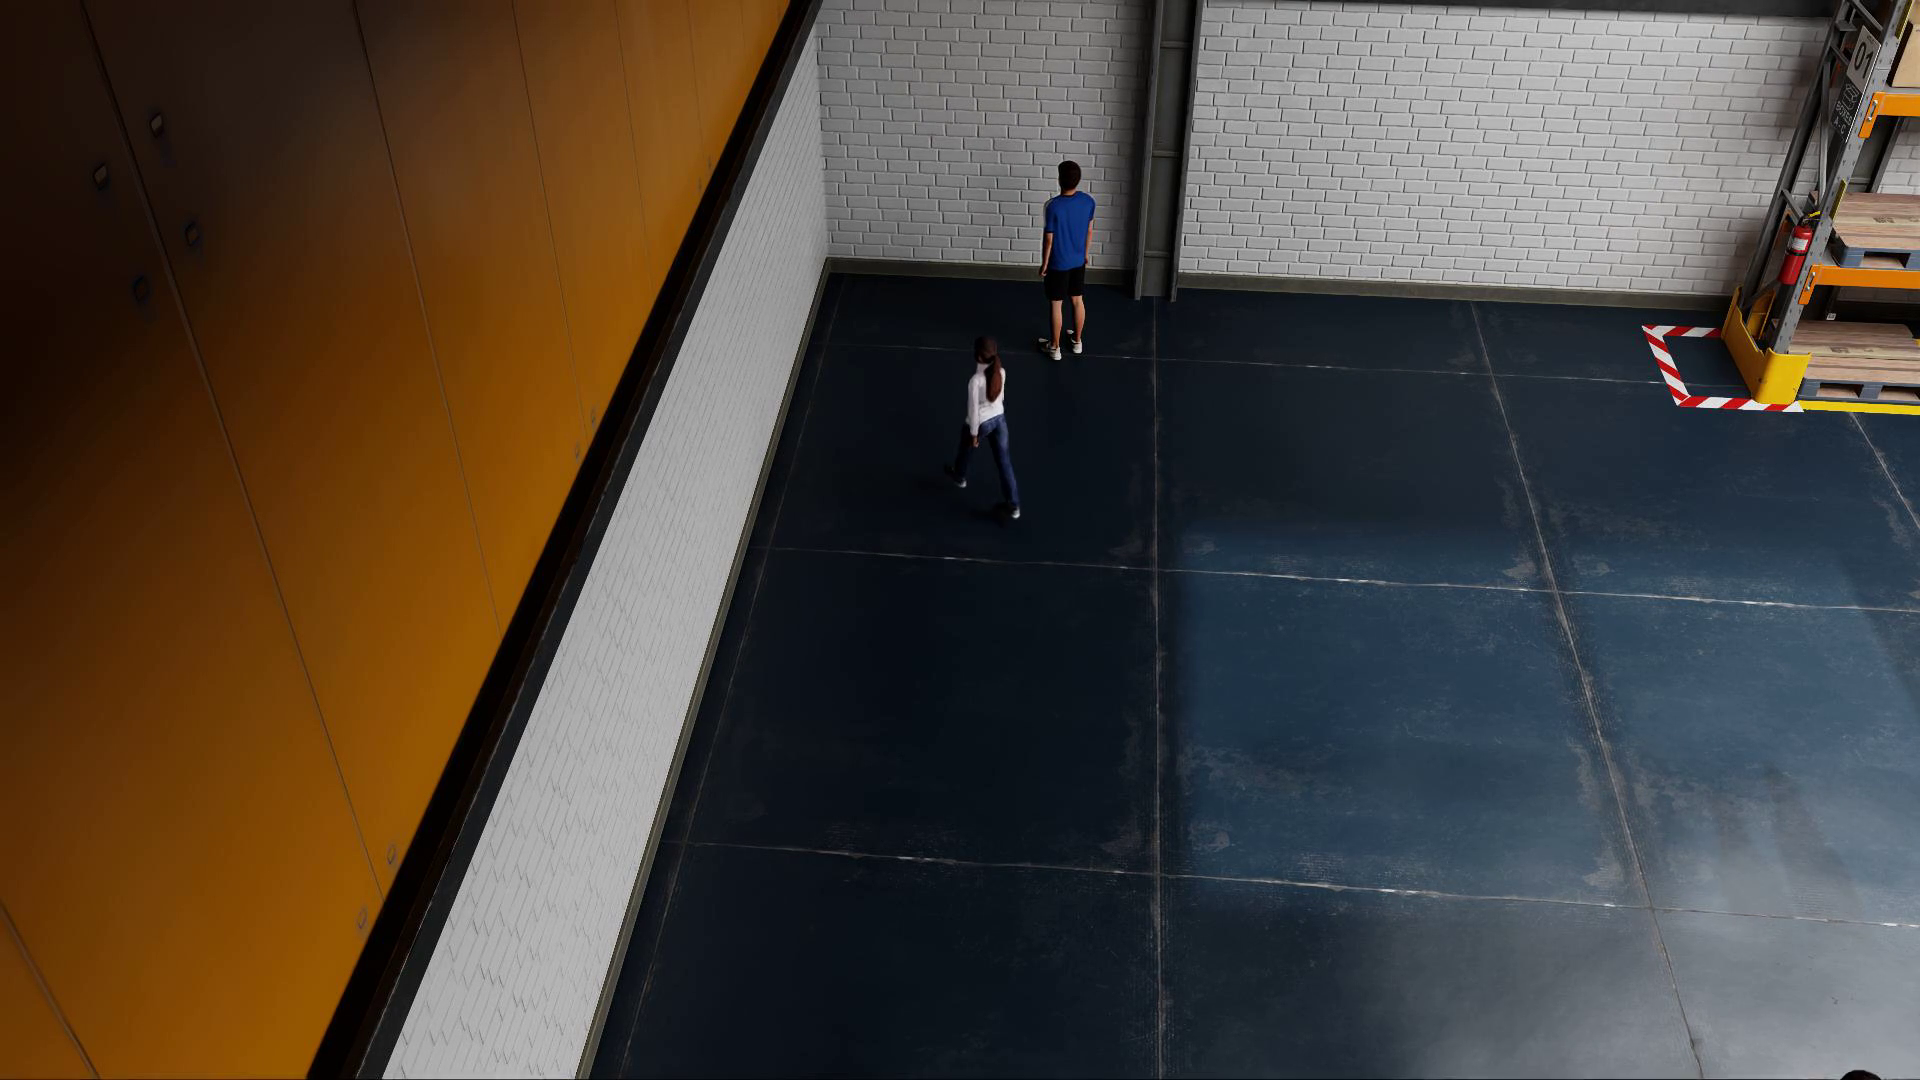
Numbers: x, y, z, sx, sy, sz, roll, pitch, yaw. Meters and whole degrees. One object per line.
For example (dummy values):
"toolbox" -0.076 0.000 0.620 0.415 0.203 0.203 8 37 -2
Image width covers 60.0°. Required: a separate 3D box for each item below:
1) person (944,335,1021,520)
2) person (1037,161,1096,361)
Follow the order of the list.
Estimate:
"person" 0.256 -0.841 12.833 1.059 1.512 1.069 -25 45 -28
"person" 0.930 -2.463 14.581 0.693 1.866 0.798 -18 42 -21
